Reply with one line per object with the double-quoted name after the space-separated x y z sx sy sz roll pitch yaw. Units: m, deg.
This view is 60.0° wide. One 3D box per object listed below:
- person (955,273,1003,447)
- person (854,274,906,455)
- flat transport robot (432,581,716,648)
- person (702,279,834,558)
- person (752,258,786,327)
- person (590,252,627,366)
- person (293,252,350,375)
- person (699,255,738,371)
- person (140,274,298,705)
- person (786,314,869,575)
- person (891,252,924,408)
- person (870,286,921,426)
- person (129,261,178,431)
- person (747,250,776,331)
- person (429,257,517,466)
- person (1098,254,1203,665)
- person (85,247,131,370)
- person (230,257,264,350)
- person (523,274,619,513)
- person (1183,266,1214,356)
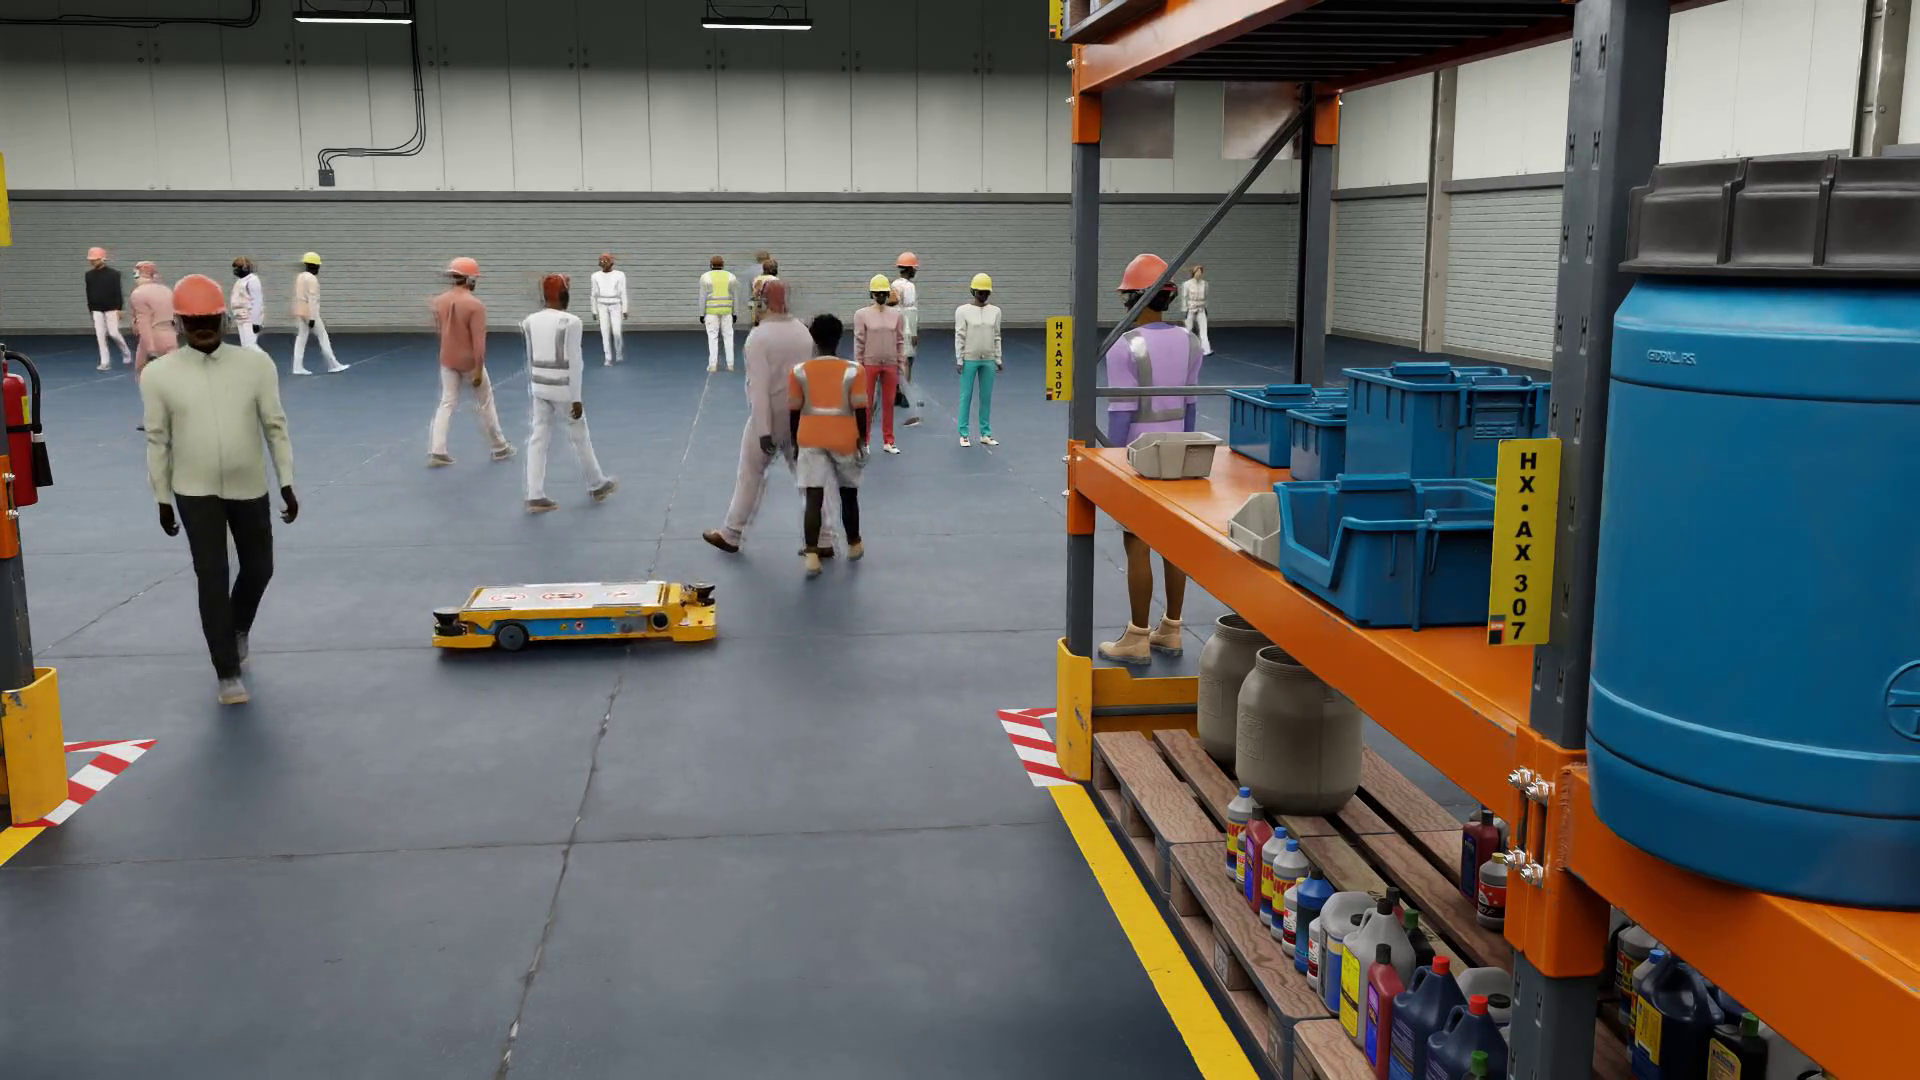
0.198 -1.833 16.977 0.524 1.767 0.321 -5 11 -25 "person"
-0.779 -1.712 16.314 0.529 1.767 0.329 -4 11 -20 "person"
-2.035 0.388 8.900 1.431 0.197 0.652 -1 10 -7 "flat transport robot"
-1.253 -0.805 11.108 1.007 1.854 0.645 8 13 36 "person"
-2.948 -3.438 25.668 0.898 1.810 0.640 -10 14 -43 "person"
-5.800 -3.798 27.455 0.599 1.869 0.415 0 10 0 "person"
-10.006 -3.514 25.867 0.612 1.882 0.939 9 14 42 "person"
-3.855 -3.611 26.515 0.629 1.842 0.429 -4 11 -23 "person"
-3.488 -0.265 7.839 0.619 1.968 0.850 -7 12 -33 "person"
-0.845 -0.618 10.650 0.543 1.643 0.882 1 10 5 "person"
-0.671 -2.626 20.888 0.387 1.935 0.554 -5 12 -28 "person"
-0.800 -2.076 18.803 0.878 1.583 0.513 5 12 28 "person"
-8.777 -2.108 18.211 0.655 1.866 0.663 3 11 15 "person"
-3.610 -4.345 30.399 0.640 1.896 1.026 8 13 38 "person"
-4.655 -1.678 15.659 0.618 1.951 0.991 4 11 21 "person"
0.927 -0.397 8.343 0.604 2.044 0.375 -9 14 -40 "person"
-13.736 -3.726 26.774 0.620 1.973 0.589 1 10 5 "person"
-10.369 -3.197 24.290 0.498 1.832 0.649 -9 13 -39 "person"
-3.121 -1.164 13.110 0.609 1.831 0.966 5 12 26 "person"
4.229 -4.050 29.540 0.545 1.601 0.817 -3 11 -18 "person"
